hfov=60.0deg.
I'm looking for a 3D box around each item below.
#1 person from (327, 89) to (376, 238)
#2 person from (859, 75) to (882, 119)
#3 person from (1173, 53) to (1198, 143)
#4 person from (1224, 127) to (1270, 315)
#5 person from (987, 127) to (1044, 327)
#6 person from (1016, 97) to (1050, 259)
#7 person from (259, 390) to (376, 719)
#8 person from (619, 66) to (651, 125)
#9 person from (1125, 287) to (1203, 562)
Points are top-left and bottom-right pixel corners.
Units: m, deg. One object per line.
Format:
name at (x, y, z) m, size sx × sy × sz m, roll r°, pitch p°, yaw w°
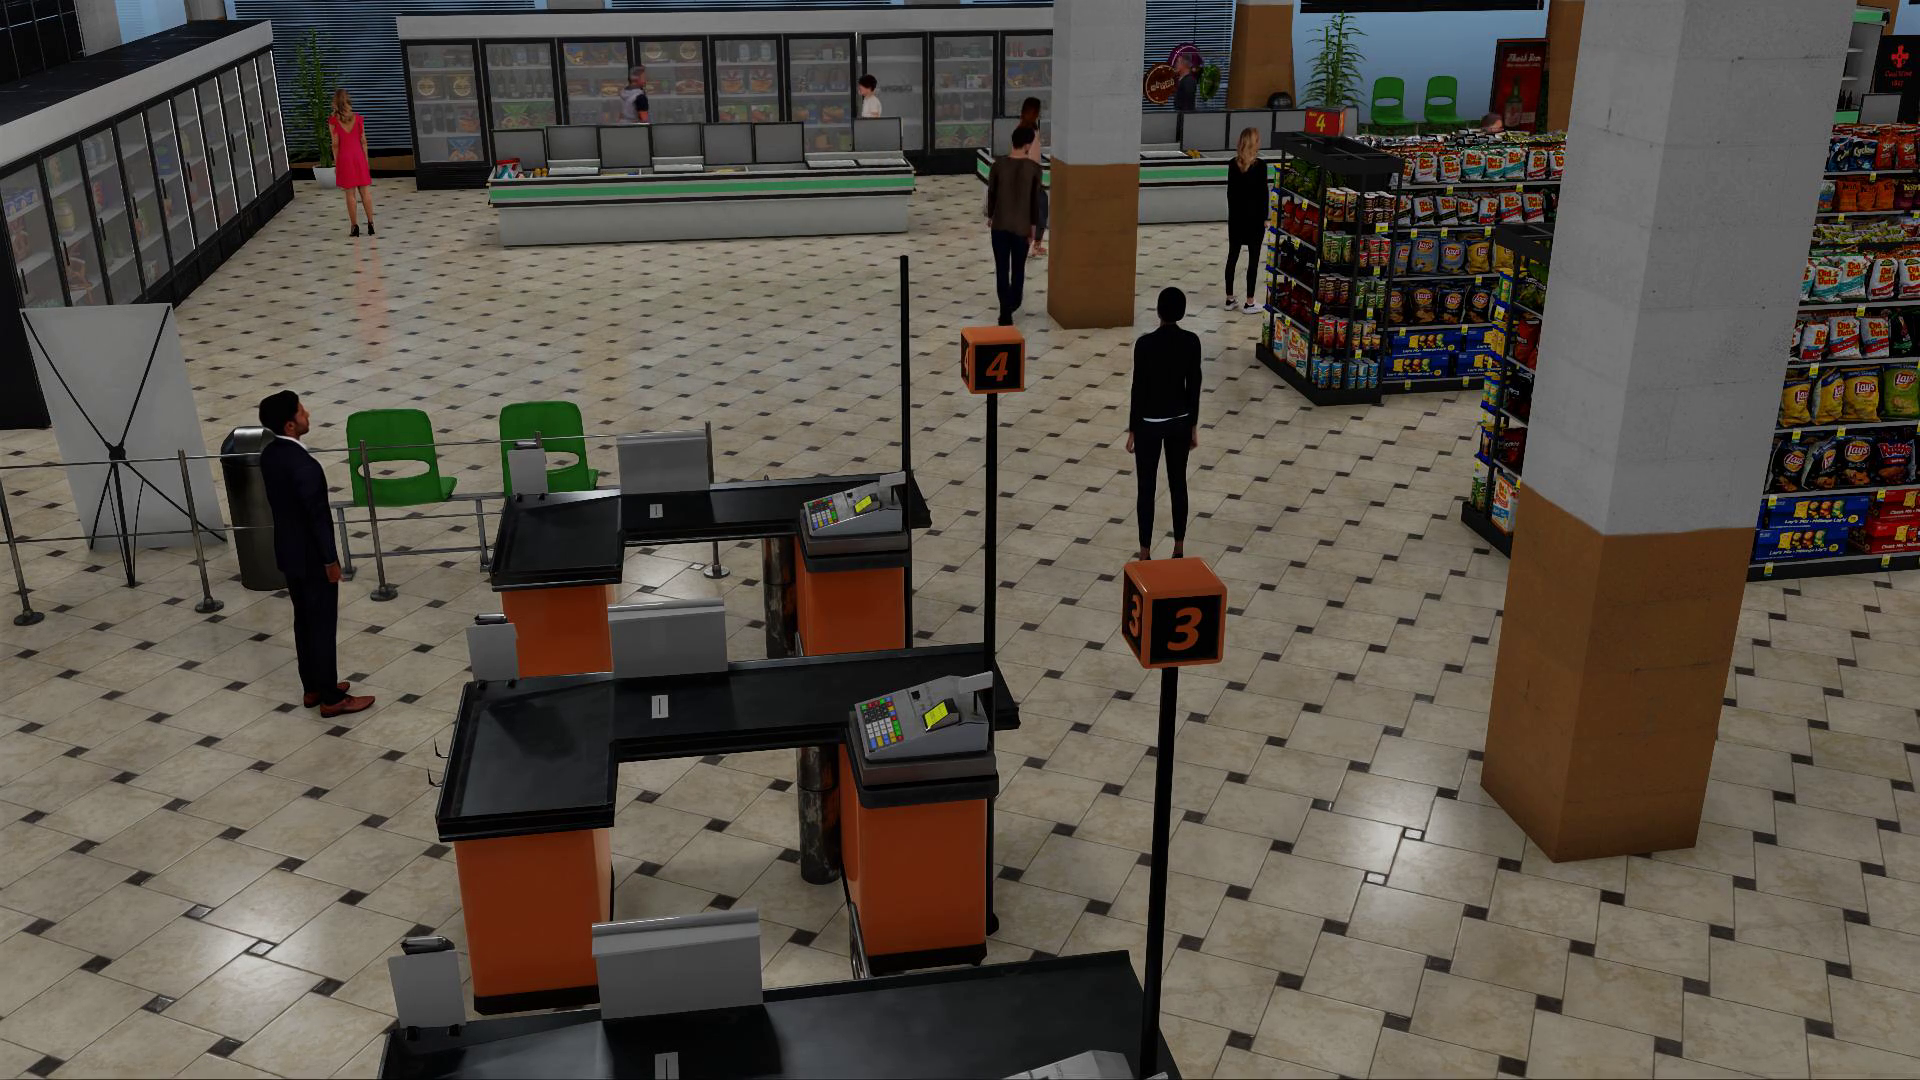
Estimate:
person at (-7.246, -4.493, 19.798) m, size 0.596 × 1.728 × 0.709 m, roll -13°, pitch 25°, yaw -30°
person at (-1.070, -5.249, 21.839) m, size 1.086 × 1.609 × 0.606 m, roll -5°, pitch 22°, yaw -13°
person at (3.142, -5.667, 22.639) m, size 1.313 × 1.788 × 0.983 m, roll 3°, pitch 22°, yaw 7°
person at (2.804, -3.132, 16.311) m, size 0.688 × 1.802 × 0.725 m, roll 18°, pitch 28°, yaw 38°
person at (0.484, -2.924, 15.760) m, size 1.111 × 1.828 × 0.849 m, roll 0°, pitch 22°, yaw -1°
person at (0.675, -3.998, 18.500) m, size 0.774 × 1.777 × 0.704 m, roll -9°, pitch 24°, yaw -22°
person at (-3.321, 0.074, 8.434) m, size 0.708 × 1.727 × 0.738 m, roll 19°, pitch 29°, yaw 39°
person at (-4.276, -5.092, 21.224) m, size 1.227 × 1.777 × 1.004 m, roll -17°, pitch 28°, yaw -37°
person at (1.227, -0.632, 10.048) m, size 0.463 × 1.834 × 0.677 m, roll -5°, pitch 22°, yaw -12°
